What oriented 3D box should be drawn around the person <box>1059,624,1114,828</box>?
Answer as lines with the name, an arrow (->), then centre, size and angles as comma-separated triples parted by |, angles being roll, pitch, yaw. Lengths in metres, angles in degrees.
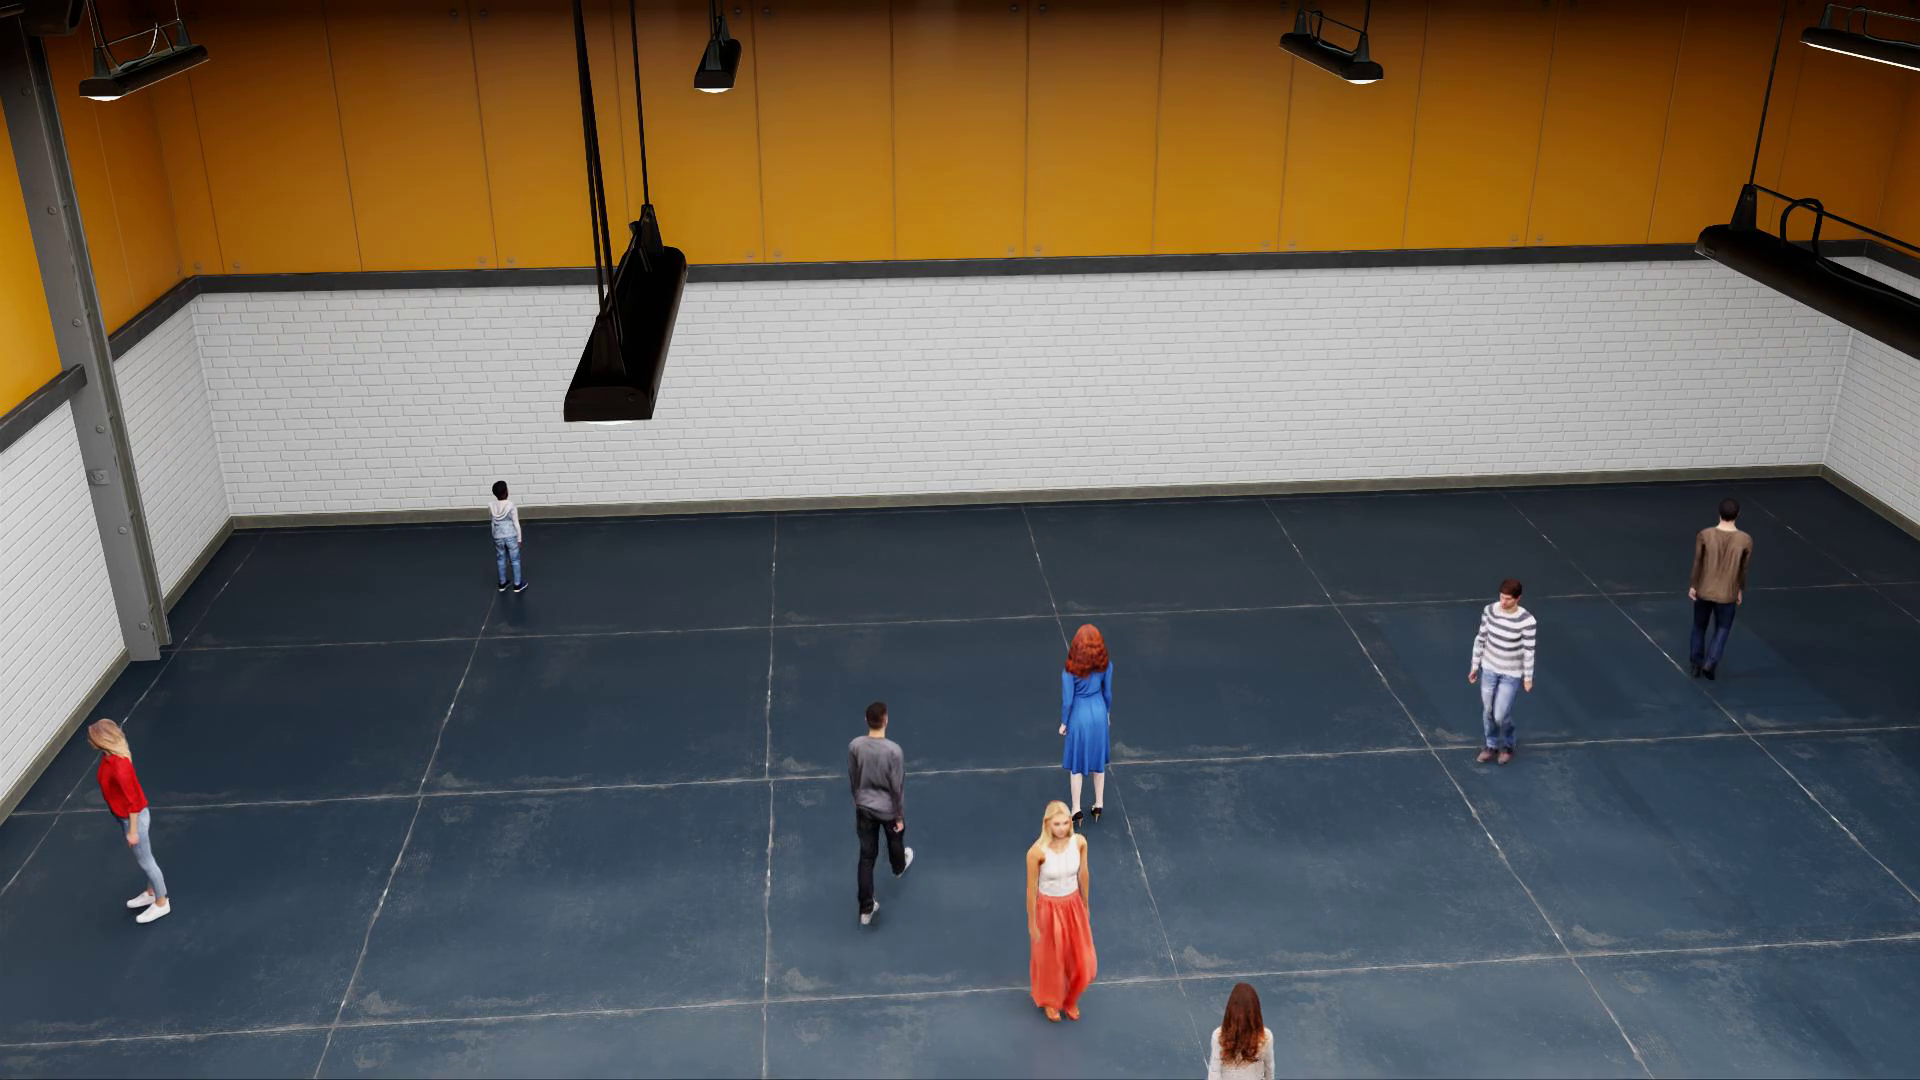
person -> 1.034, 1.524, 13.641 | 0.673, 1.828, 0.655 | -8, 25, -18

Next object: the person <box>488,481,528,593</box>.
person -> -4.909, -0.046, 17.945 | 0.508, 1.258, 0.536 | 3, 24, 6

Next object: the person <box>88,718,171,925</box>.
person -> -6.236, 2.087, 12.507 | 0.746, 1.706, 0.626 | -16, 28, -33

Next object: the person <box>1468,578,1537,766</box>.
person -> 4.803, 1.116, 14.587 | 0.855, 1.818, 0.780 | -20, 30, -37

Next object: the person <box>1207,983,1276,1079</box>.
person -> 1.673, 3.358, 9.930 | 0.670, 1.442, 1.005 | 2, 24, 4

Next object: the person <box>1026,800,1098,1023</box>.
person -> 0.624, 2.508, 11.442 | 0.775, 1.788, 0.897 | -8, 25, -18

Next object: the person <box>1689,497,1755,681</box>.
person -> 7.224, 0.521, 15.885 | 0.887, 1.870, 0.979 | 12, 26, 25

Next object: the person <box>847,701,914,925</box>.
person -> -0.643, 2.077, 12.521 | 0.928, 1.713, 1.226 | 7, 25, 15
